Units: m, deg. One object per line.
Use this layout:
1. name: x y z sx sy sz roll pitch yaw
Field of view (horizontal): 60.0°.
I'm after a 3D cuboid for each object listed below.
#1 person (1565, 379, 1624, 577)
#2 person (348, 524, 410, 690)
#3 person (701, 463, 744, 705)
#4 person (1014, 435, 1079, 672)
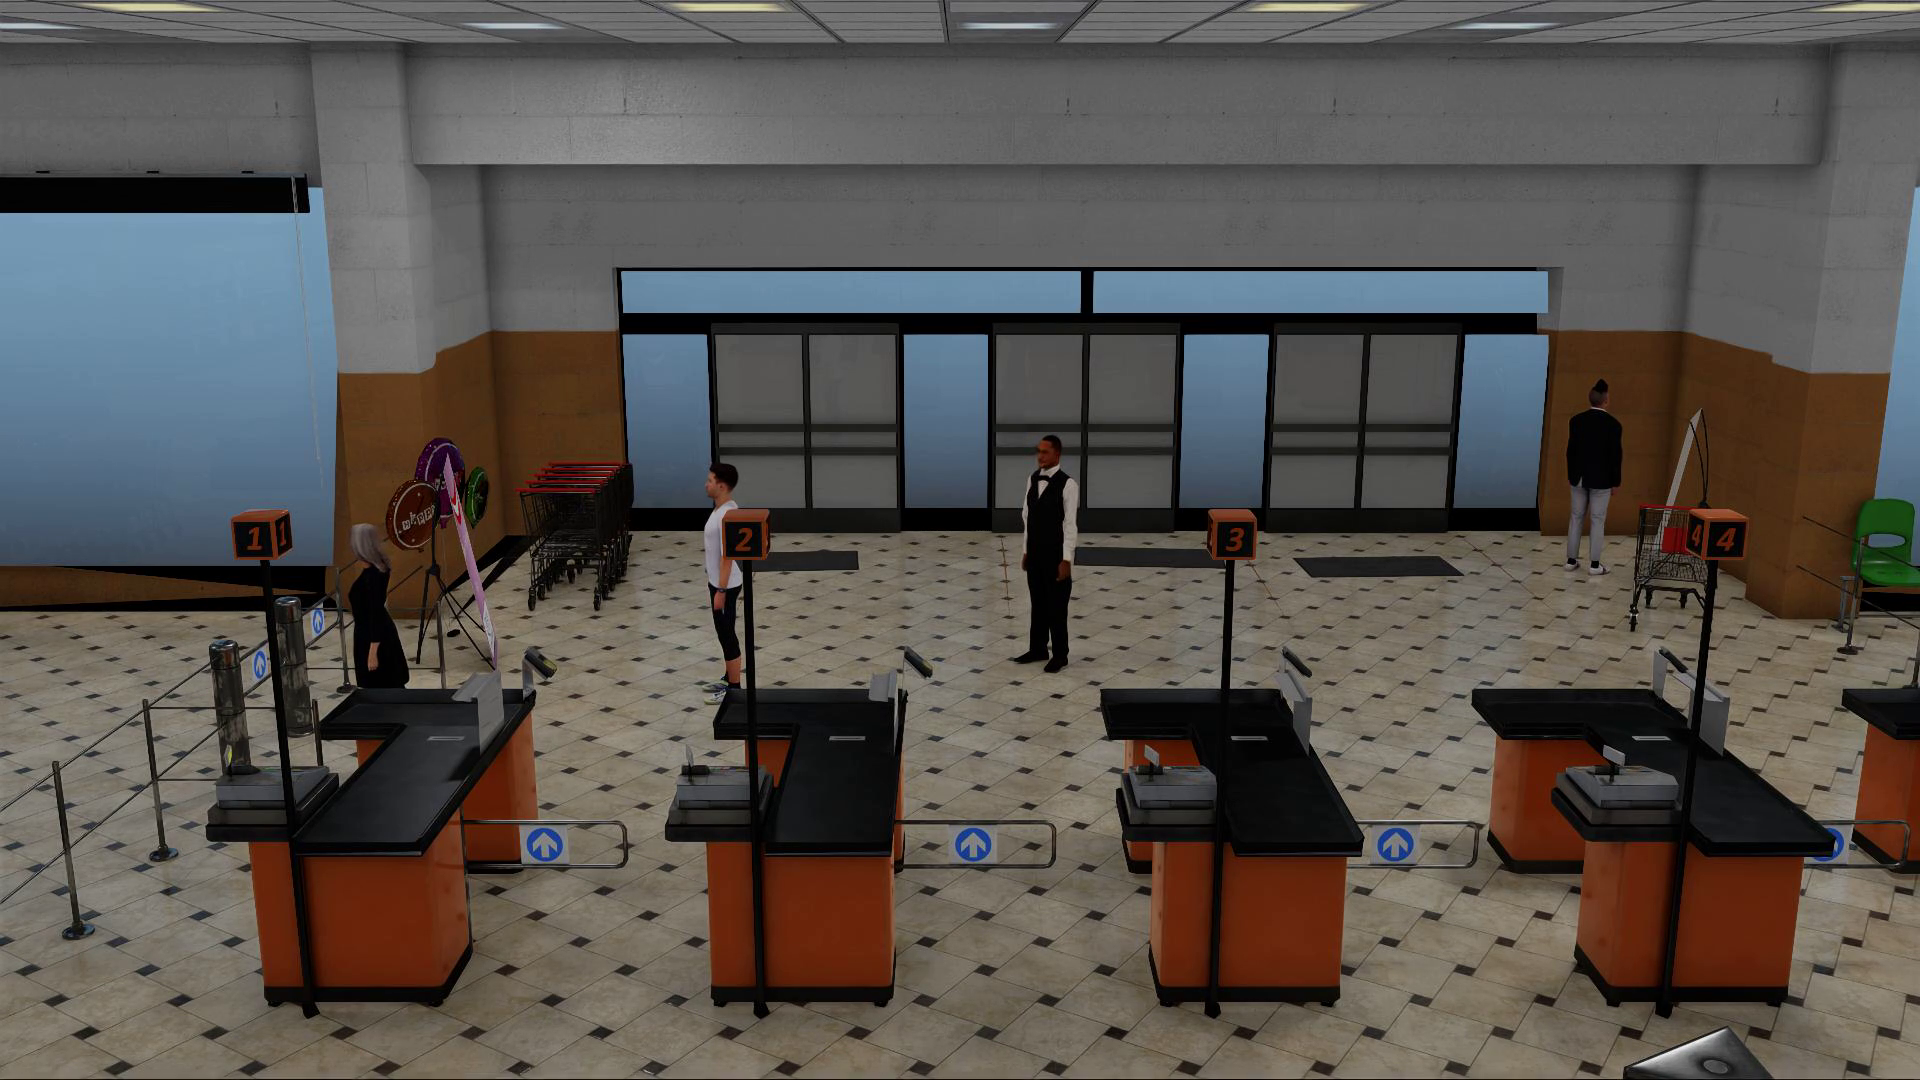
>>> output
1. person: 6.237 -0.634 16.418 0.785 1.950 0.844 13 19 43
2. person: -3.936 0.730 11.227 0.722 1.746 0.597 -4 14 -17
3. person: -1.797 0.318 12.704 0.765 1.852 0.569 -3 14 -10
4. person: 0.727 0.091 13.495 0.827 1.920 0.767 -13 19 -43
